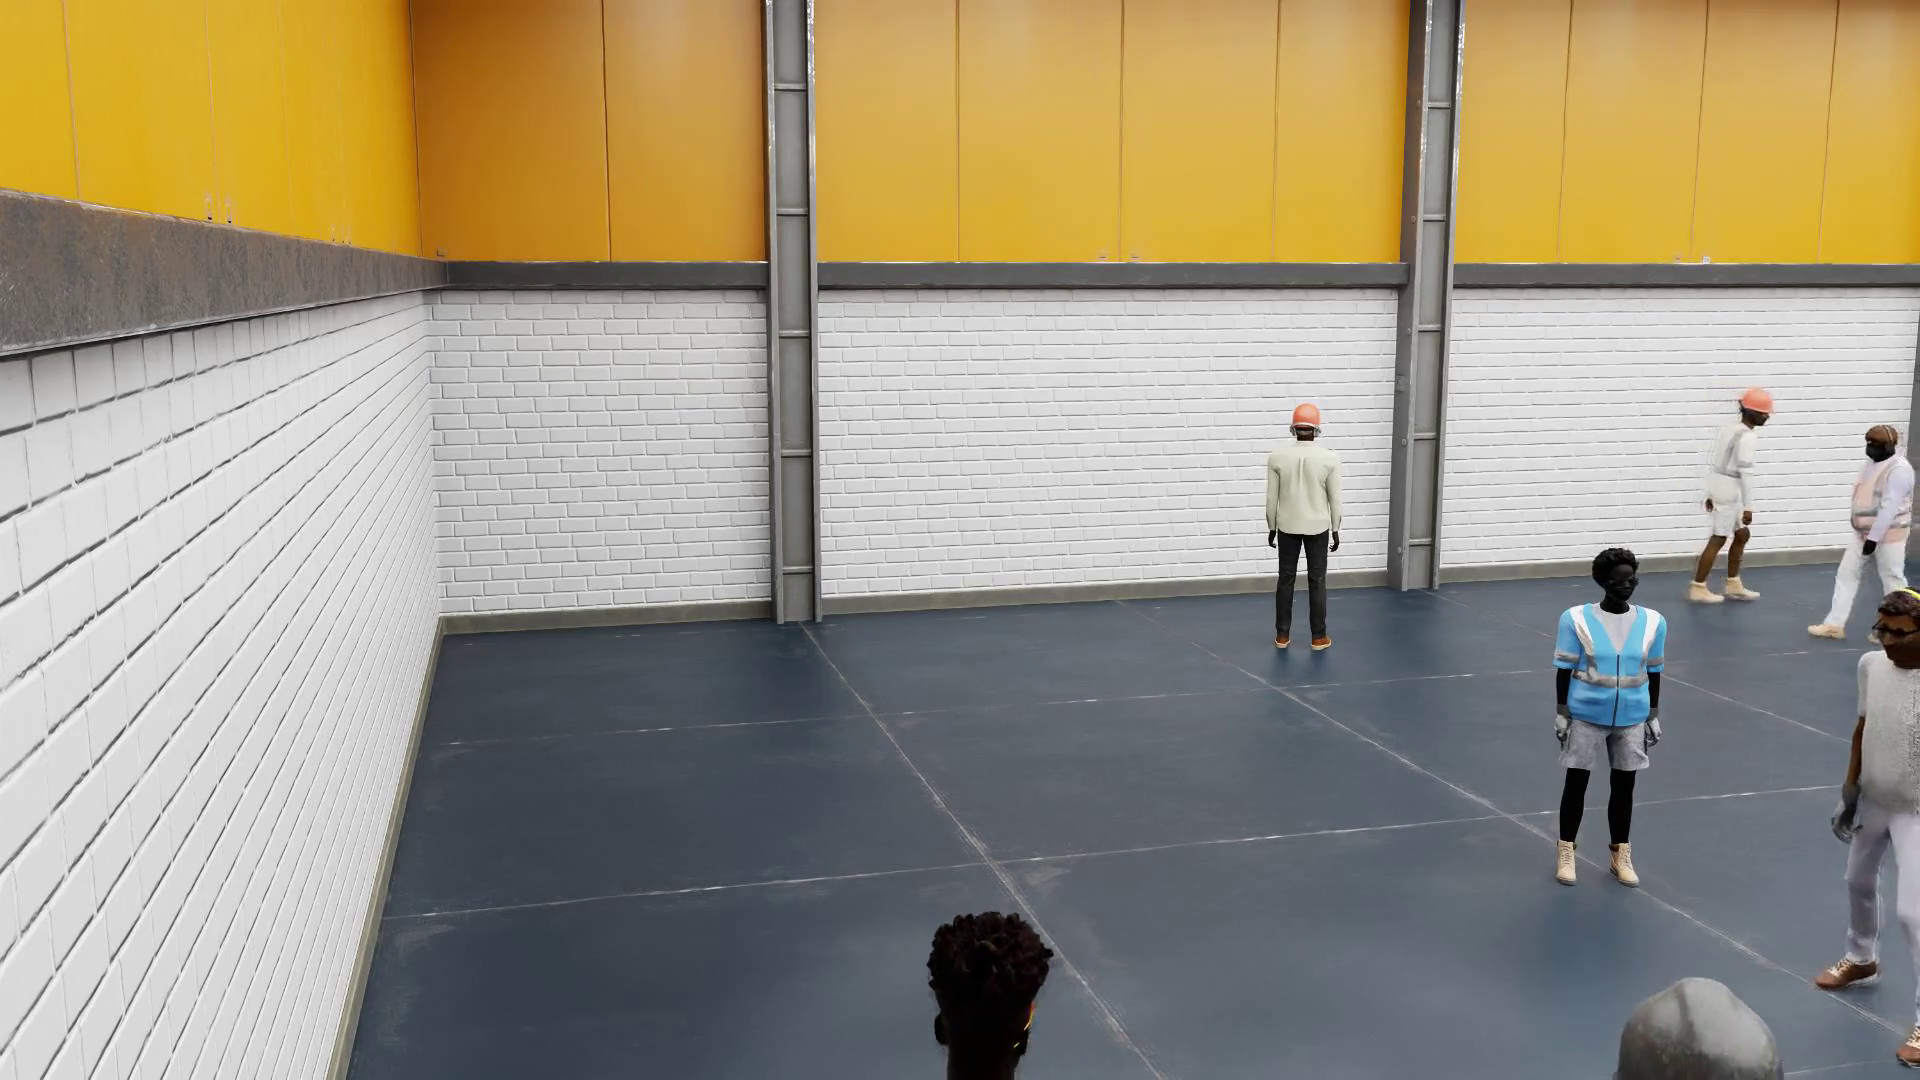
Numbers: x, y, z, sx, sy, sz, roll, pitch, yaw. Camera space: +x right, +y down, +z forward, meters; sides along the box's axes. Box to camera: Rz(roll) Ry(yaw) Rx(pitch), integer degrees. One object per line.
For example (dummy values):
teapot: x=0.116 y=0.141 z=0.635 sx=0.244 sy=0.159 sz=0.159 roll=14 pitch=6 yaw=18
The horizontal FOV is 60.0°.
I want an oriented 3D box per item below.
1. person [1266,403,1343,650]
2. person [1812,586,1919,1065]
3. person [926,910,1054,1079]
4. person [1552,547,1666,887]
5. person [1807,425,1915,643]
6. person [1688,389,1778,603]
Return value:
person: x=2.772 y=-0.106 z=13.416 sx=0.612 sy=1.997 sz=0.375 roll=3 pitch=10 yaw=19
person: x=3.767 y=1.077 z=6.627 sx=0.536 sy=1.820 sz=0.746 roll=-3 pitch=10 yaw=-17
person: x=0.048 y=1.611 z=2.986 sx=0.615 sy=1.919 sz=1.033 roll=1 pitch=9 yaw=8
person: x=3.201 y=0.873 z=8.233 sx=0.539 sy=1.700 sz=0.317 roll=1 pitch=9 yaw=6
person: x=7.409 y=-0.039 z=13.600 sx=0.829 sy=1.804 sz=0.626 roll=0 pitch=9 yaw=1
person: x=7.087 y=-0.383 z=15.164 sx=0.770 sy=1.992 sz=0.637 roll=2 pitch=9 yaw=14
